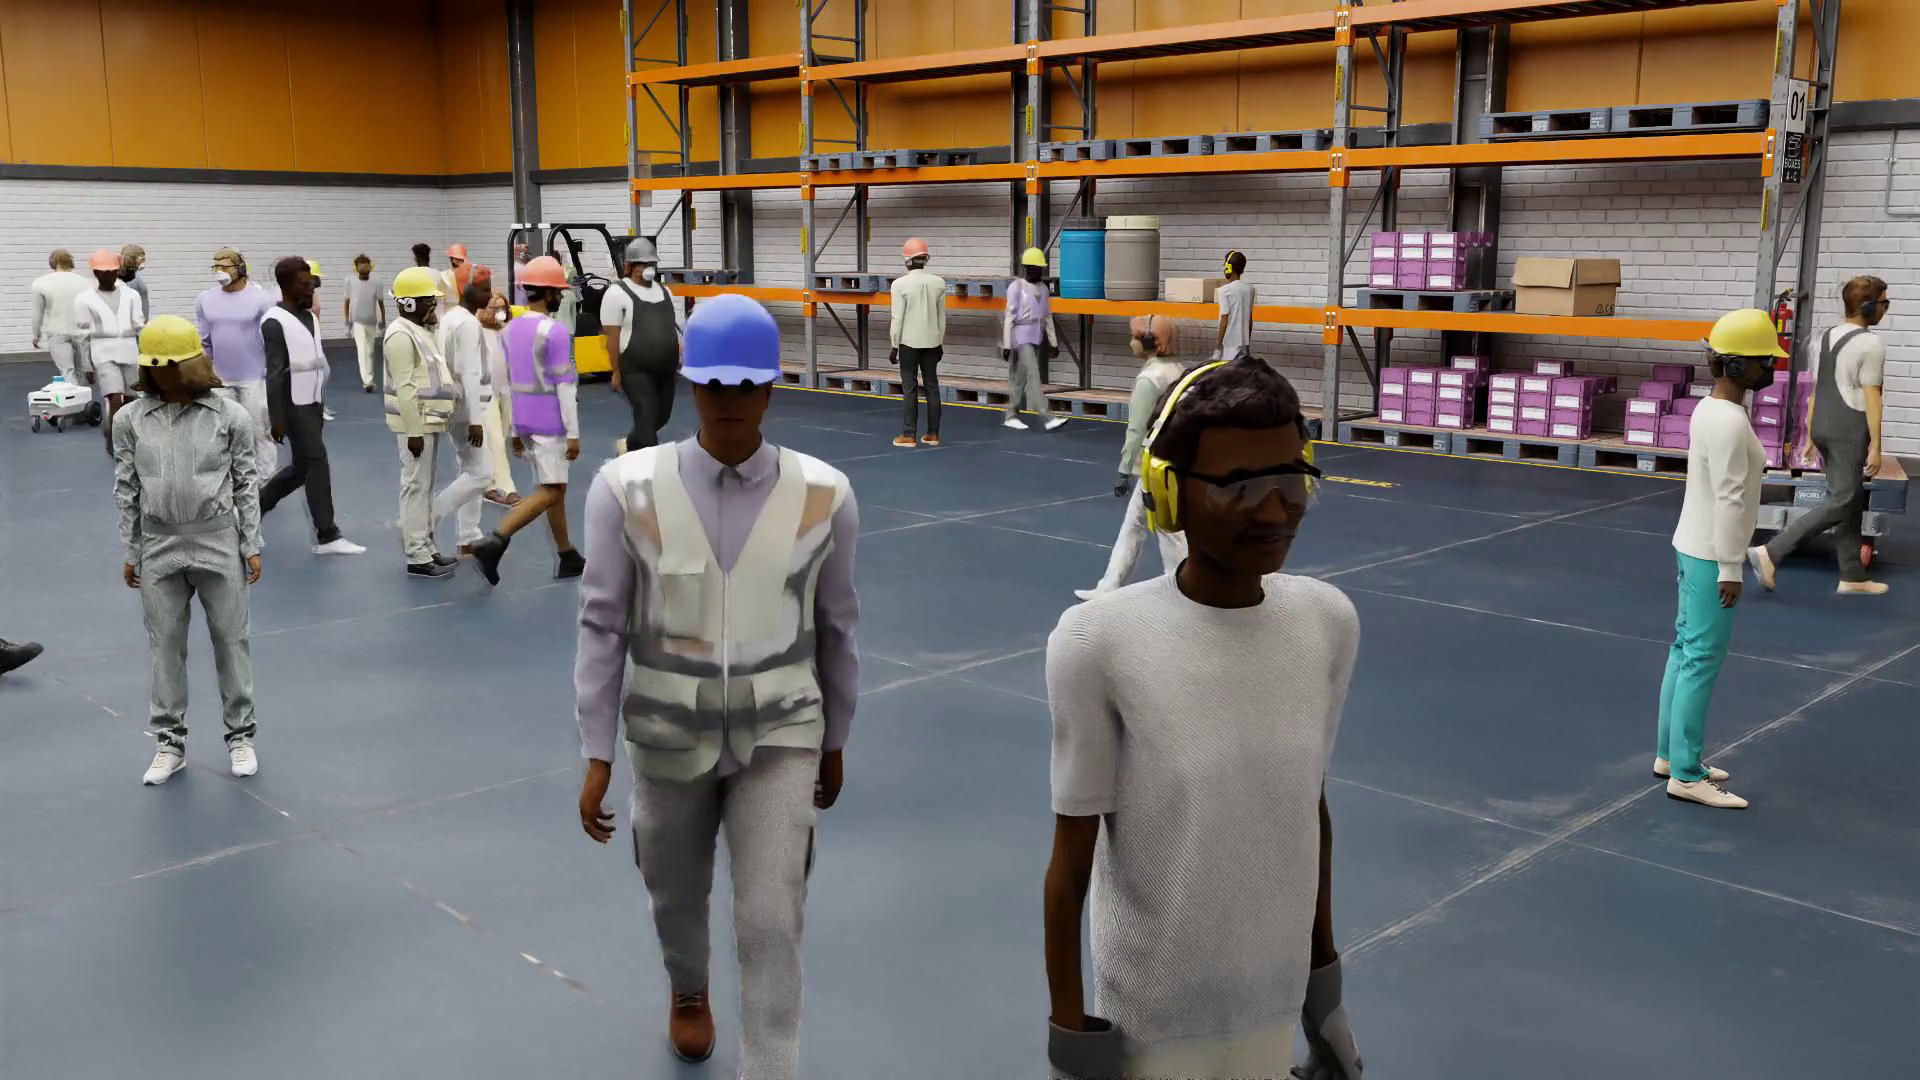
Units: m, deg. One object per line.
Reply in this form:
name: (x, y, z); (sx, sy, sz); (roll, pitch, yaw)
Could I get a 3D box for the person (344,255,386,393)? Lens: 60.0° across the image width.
person: (-7.703, -2.798, 21.569); (0.533, 1.759, 1.121); (-6, 12, -30)

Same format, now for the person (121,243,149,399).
person: (-8.923, -2.232, 18.012); (0.372, 1.934, 0.627); (-7, 12, -32)

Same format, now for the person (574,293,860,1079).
person: (-0.530, 0.406, 3.713); (0.617, 1.916, 0.954); (-2, 11, -9)

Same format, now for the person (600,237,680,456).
person: (-2.586, -1.454, 13.470); (0.848, 2.000, 0.689); (9, 13, 39)

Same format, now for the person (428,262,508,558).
person: (-3.129, -0.762, 10.221); (0.605, 1.868, 0.631); (-5, 12, -26)

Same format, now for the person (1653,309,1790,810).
person: (2.728, 0.062, 5.956); (0.321, 1.767, 0.533); (3, 11, 15)

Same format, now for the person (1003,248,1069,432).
person: (0.804, -2.049, 17.133); (0.945, 1.880, 0.617); (8, 13, 38)

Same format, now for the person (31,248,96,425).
person: (-9.648, -2.200, 17.983); (0.632, 1.890, 1.014); (-10, 14, -44)

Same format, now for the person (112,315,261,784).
person: (-2.842, 0.042, 6.148); (0.490, 1.735, 0.331); (-3, 11, -14)

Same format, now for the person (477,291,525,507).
person: (-3.381, -1.037, 12.365); (0.776, 1.597, 0.527); (9, 14, 41)

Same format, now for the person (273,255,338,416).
person: (-7.488, -2.287, 18.669); (0.863, 1.813, 0.579); (0, 10, -3)

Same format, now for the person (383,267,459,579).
person: (-3.197, -0.693, 9.887); (0.403, 1.834, 0.589); (-2, 11, -10)

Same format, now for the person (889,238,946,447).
person: (-0.408, -1.889, 15.966); (0.612, 1.997, 0.376); (-7, 13, -34)

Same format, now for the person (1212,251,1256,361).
person: (2.671, -1.892, 16.330); (0.513, 1.872, 0.328); (-9, 14, -42)

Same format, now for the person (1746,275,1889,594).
person: (4.838, -0.557, 9.231); (0.835, 1.819, 0.519); (-1, 10, -6)

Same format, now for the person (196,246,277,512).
person: (-5.260, -1.164, 12.172); (0.629, 1.940, 0.376); (1, 10, 6)

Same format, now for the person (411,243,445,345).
person: (-6.788, -2.814, 21.214); (0.642, 1.928, 0.767); (-4, 11, -23)

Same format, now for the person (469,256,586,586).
person: (-2.457, -0.669, 9.558); (0.546, 1.911, 0.856); (10, 14, 42)

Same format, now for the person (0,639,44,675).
person: (-4.688, -0.300, 7.594); (0.977, 1.882, 0.565); (0, 10, 1)

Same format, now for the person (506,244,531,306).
person: (-6.250, -3.275, 23.799); (0.399, 1.900, 0.645); (-4, 11, -23)

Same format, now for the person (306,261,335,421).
person: (-7.022, -2.124, 17.937); (0.458, 1.741, 0.543); (0, 10, -3)

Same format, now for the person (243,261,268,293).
person: (-7.655, -2.120, 17.791); (0.601, 1.800, 0.601); (-3, 11, -17)

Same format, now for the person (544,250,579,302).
person: (-6.028, -3.469, 25.081); (0.641, 1.821, 0.574); (3, 11, 14)

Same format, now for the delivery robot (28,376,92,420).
delivery robot: (-9.383, -1.468, 17.350); (0.477, 0.478, 0.707); (0, 10, 1)

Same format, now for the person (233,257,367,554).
person: (-4.252, -0.842, 10.549); (0.827, 1.896, 0.596); (0, 10, 2)

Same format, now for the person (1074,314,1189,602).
person: (0.908, -0.367, 8.701); (0.782, 1.602, 0.545); (4, 11, 19)

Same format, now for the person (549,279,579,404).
person: (-4.767, -2.418, 19.839); (0.282, 1.633, 0.498); (6, 12, 30)

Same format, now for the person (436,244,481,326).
person: (-6.471, -2.850, 21.425); (0.548, 1.917, 0.620); (-8, 13, -36)

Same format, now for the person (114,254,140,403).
person: (-8.728, -2.049, 17.314); (0.435, 1.821, 0.664); (-10, 14, -43)

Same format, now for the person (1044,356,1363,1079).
person: (0.347, 0.678, 2.322); (0.521, 1.868, 0.319); (-5, 12, -27)

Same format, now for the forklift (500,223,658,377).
forklift: (-5.316, -3.263, 22.920); (2.313, 2.155, 1.214); (-10, 14, -44)

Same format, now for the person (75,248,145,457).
person: (-7.506, -1.617, 14.715); (0.842, 1.916, 0.546); (10, 14, 42)
